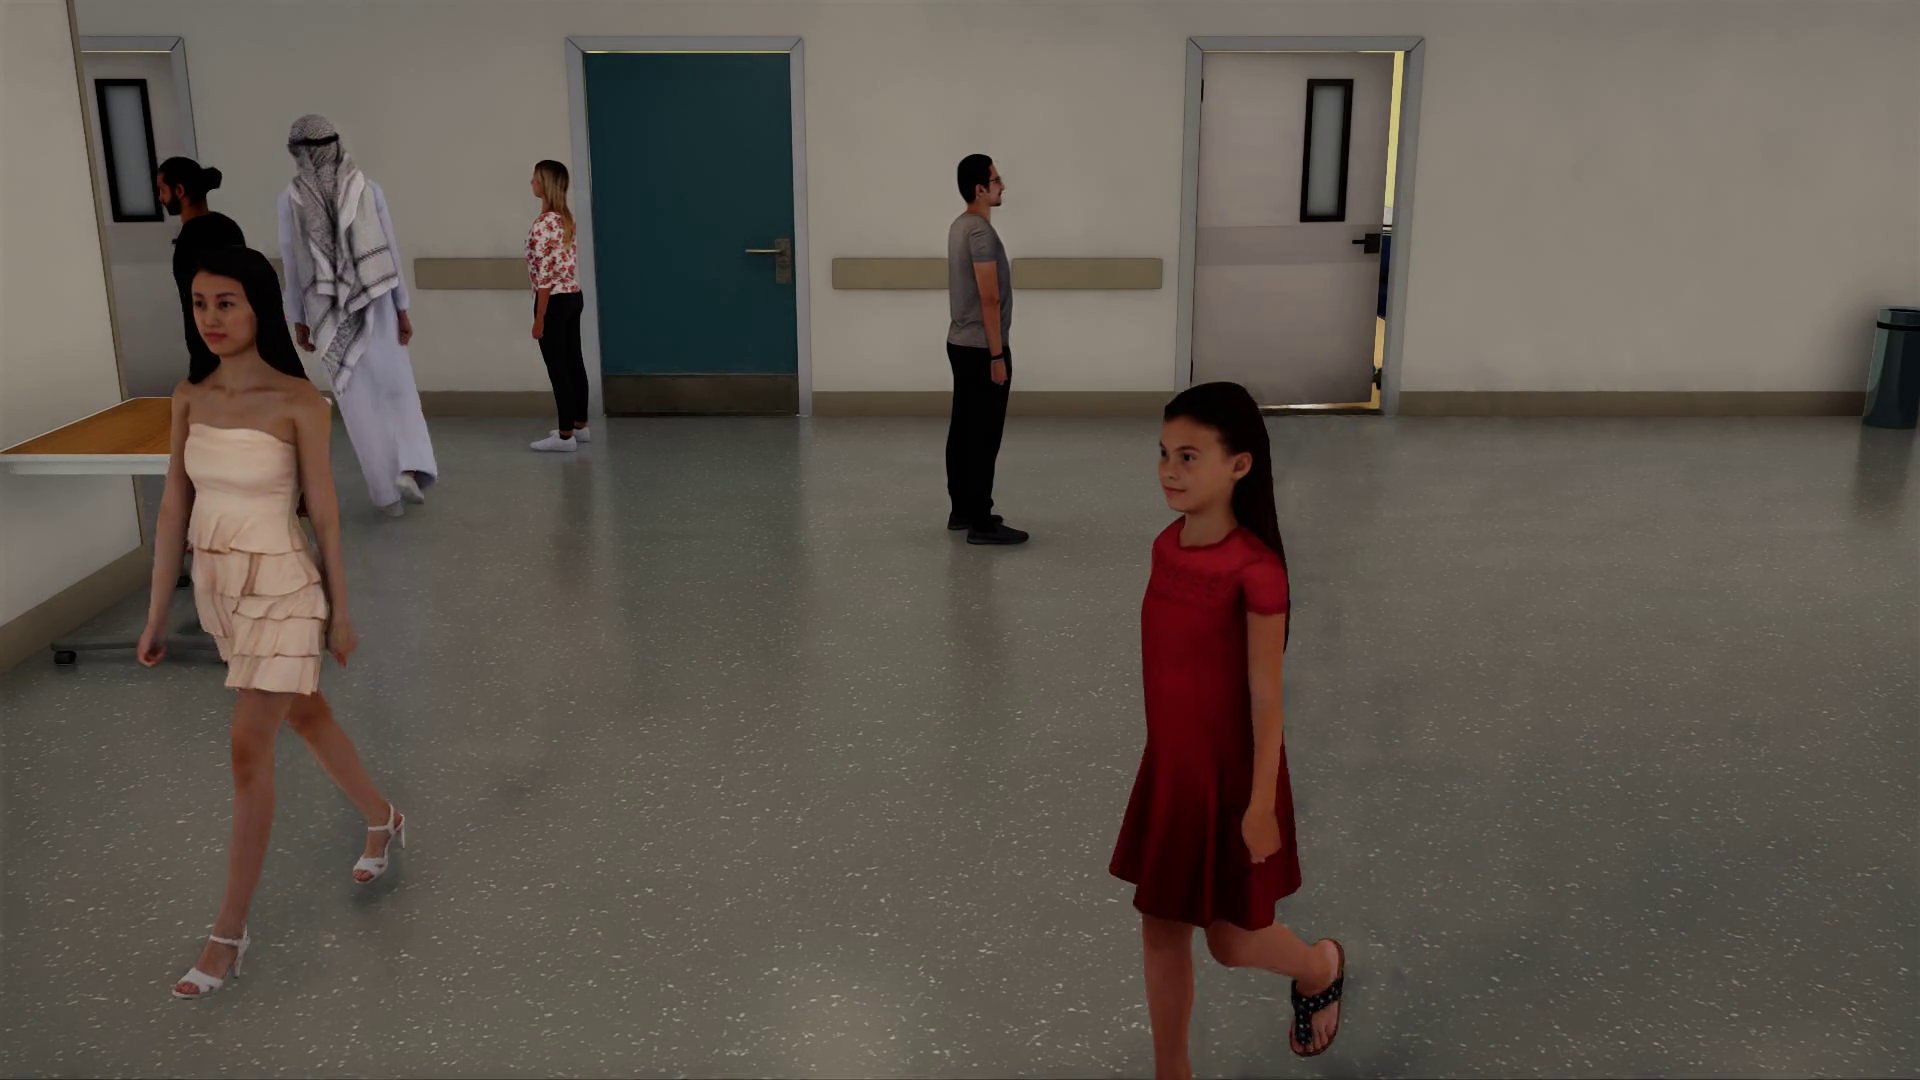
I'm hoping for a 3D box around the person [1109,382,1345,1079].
[{"bbox_3d":[0.553,0.449,3.320,0.944,1.539,0.828,-11,19,-33],"label":"person"}]

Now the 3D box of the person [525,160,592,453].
[{"bbox_3d":[-2.283,-1.334,9.469,0.566,1.634,0.596,3,16,9],"label":"person"}]

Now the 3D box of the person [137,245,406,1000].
[{"bbox_3d":[-1.619,0.172,4.030,1.058,1.688,0.889,6,17,20],"label":"person"}]

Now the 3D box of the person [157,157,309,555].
[{"bbox_3d":[-3.298,-0.823,7.456,0.735,1.744,0.852,-1,16,-3],"label":"person"}]

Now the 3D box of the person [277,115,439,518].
[{"bbox_3d":[-2.862,-1.002,7.808,0.890,1.896,0.967,-5,16,-17],"label":"person"}]

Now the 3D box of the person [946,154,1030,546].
[{"bbox_3d":[0.082,-0.878,7.630,0.653,1.755,0.679,-5,17,-17],"label":"person"}]
